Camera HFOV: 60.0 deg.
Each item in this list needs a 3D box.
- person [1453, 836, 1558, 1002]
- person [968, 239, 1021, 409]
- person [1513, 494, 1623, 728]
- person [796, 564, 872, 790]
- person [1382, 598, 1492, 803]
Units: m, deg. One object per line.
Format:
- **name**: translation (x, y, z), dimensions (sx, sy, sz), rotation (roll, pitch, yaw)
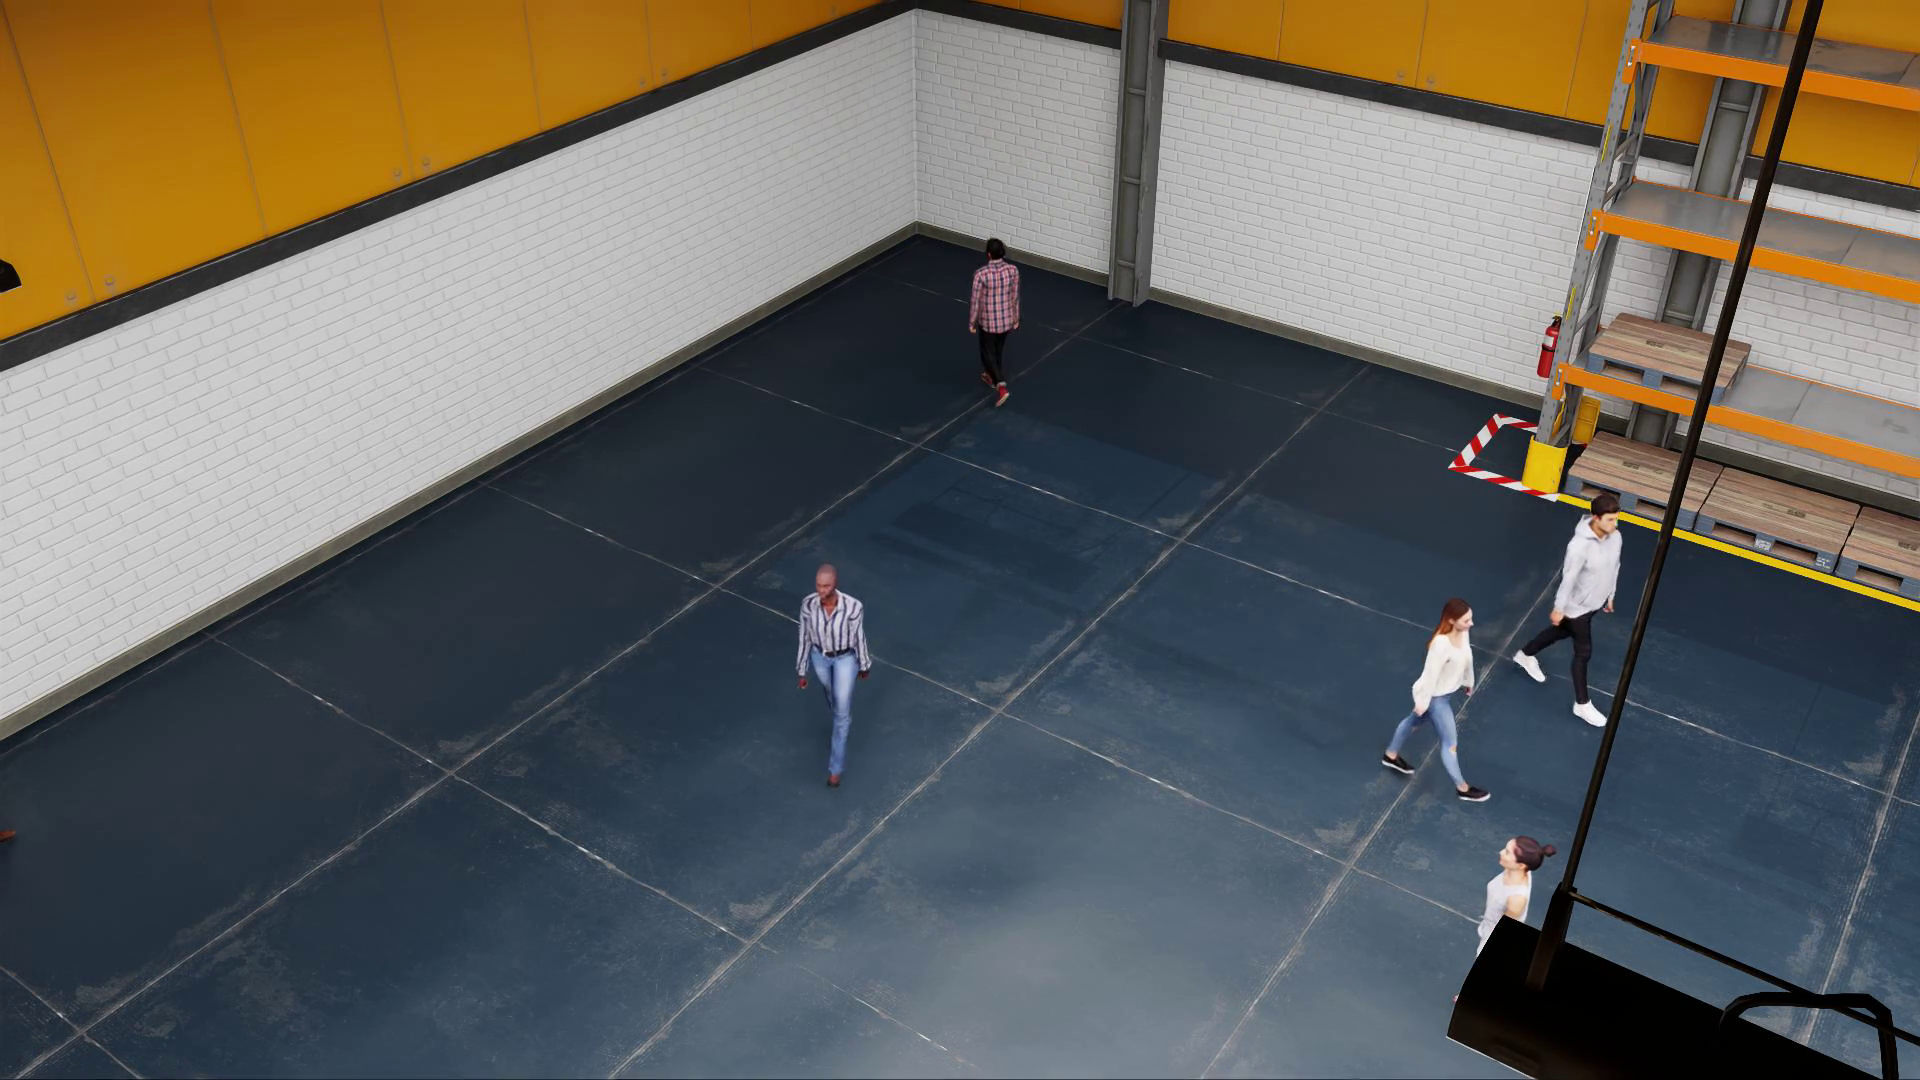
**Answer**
- **person**: translation (3.319, 2.418, 10.190), dimensions (0.667, 1.605, 0.646), rotation (7, 34, 10)
- **person**: translation (0.385, -2.225, 17.045), dimensions (1.029, 1.748, 1.192), rotation (-15, 36, -21)
- **person**: translation (4.748, 0.440, 12.913), dimensions (0.978, 1.885, 1.299), rotation (-21, 39, -28)
- **person**: translation (-0.921, 0.878, 12.373), dimensions (1.155, 1.753, 1.038), rotation (5, 34, 8)
- **person**: translation (3.399, 1.106, 12.126), dimensions (1.061, 1.646, 0.638), rotation (22, 40, 30)
